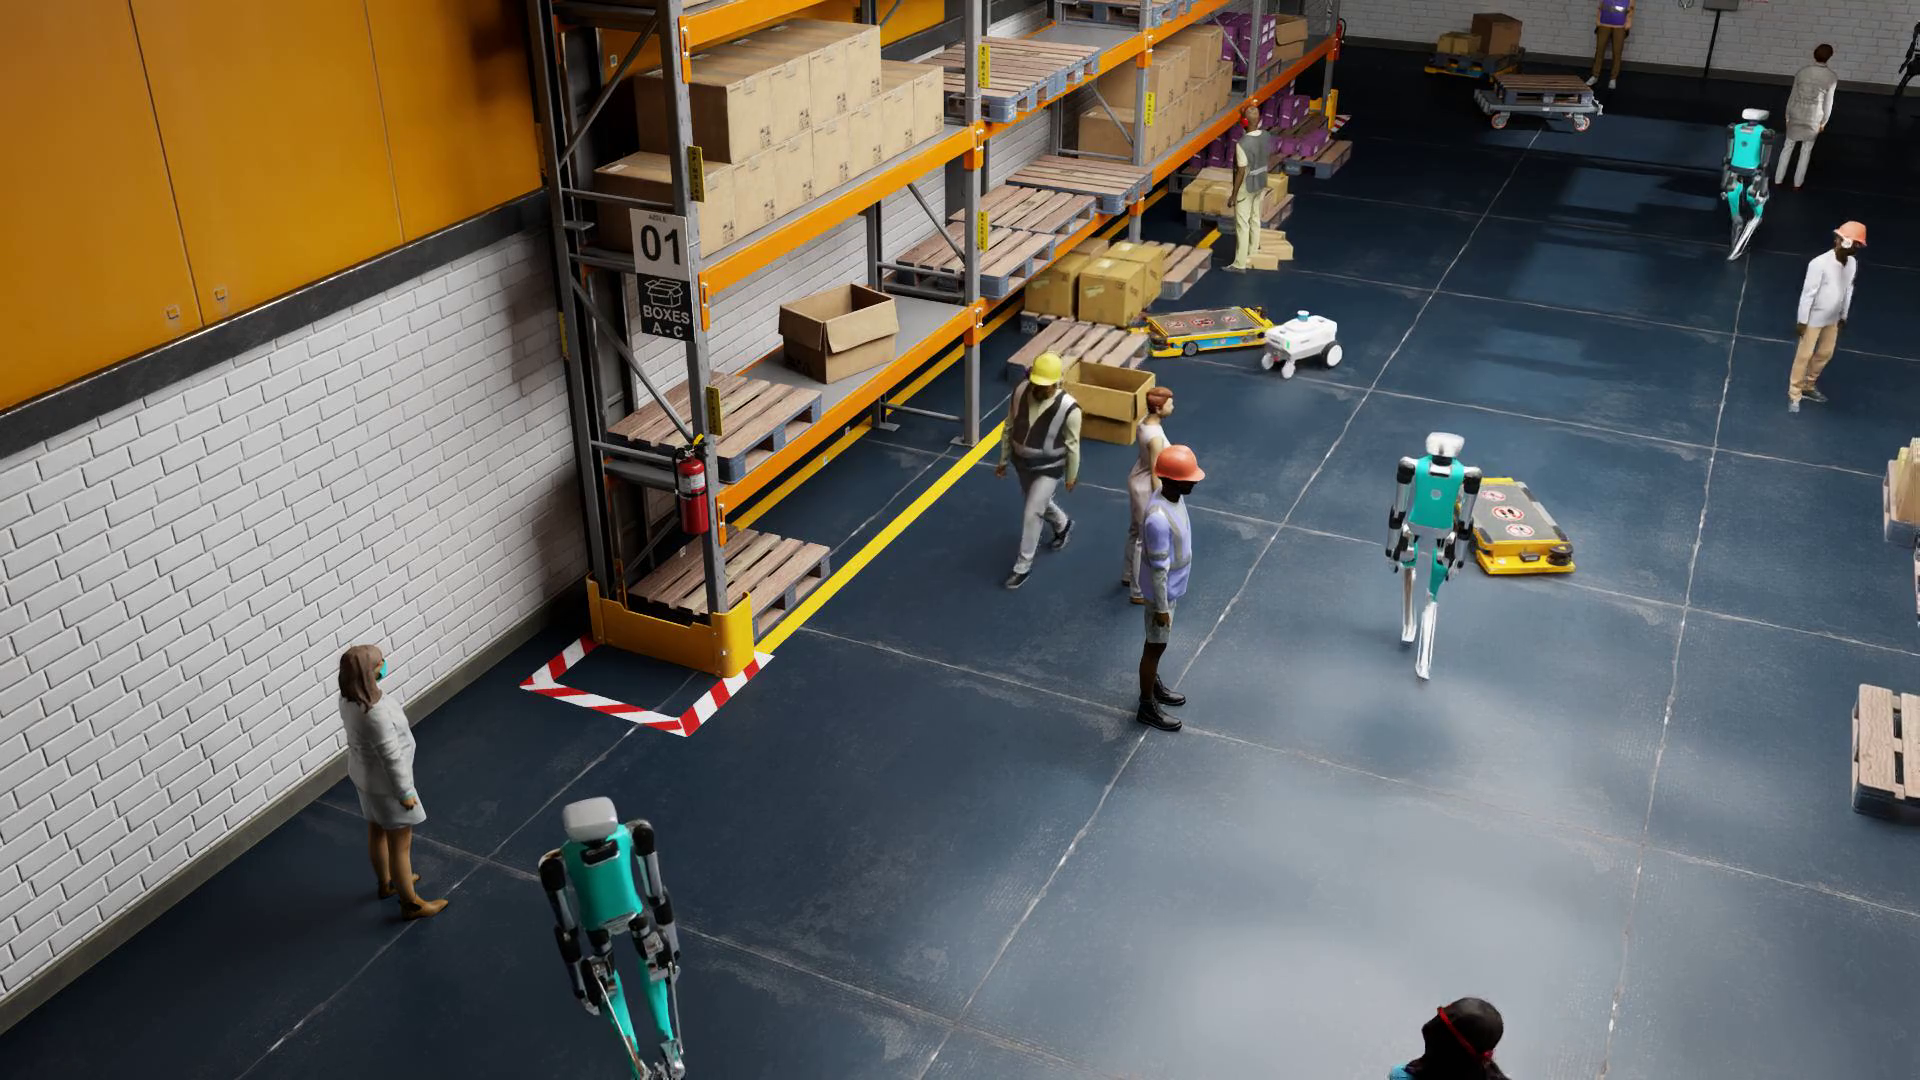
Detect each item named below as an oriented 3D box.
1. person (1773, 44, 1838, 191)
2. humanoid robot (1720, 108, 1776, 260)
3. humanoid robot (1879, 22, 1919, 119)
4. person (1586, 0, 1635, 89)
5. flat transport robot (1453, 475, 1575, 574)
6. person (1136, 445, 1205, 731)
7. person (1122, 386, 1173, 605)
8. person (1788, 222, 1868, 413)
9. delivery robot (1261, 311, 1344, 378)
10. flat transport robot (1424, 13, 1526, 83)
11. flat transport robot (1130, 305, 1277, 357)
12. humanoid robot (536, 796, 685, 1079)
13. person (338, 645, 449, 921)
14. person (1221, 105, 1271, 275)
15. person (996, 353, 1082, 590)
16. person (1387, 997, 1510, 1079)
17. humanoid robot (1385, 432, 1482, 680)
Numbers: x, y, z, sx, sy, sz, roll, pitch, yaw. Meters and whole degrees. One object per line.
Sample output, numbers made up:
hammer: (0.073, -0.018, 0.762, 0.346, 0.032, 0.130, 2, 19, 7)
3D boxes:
person: (10.665, -5.310, 20.945, 0.515, 1.824, 0.364, 18, 33, 30)
humanoid robot: (8.787, -3.887, 18.499, 0.789, 1.895, 0.556, -21, 35, -34)
humanoid robot: (14.011, -7.026, 24.298, 0.616, 1.629, 0.714, -8, 29, -15)
person: (10.175, -8.028, 25.869, 0.542, 1.927, 0.422, 20, 34, 33)
flat transport robot: (4.231, -0.151, 13.008, 0.659, 0.231, 1.431, -1, 28, -3)
person: (1.305, 0.284, 10.446, 0.359, 1.938, 0.544, 7, 29, 12)
person: (1.345, -0.326, 11.873, 0.275, 1.654, 0.454, -4, 29, -7)
person: (7.713, -1.997, 14.908, 0.619, 1.716, 0.345, -11, 30, -20)
delivery robot: (3.279, -1.900, 15.959, 0.807, 0.603, 0.499, -19, 34, -31)
flat transport robot: (8.293, -7.583, 26.788, 1.431, 0.231, 0.659, 22, 35, 35)
flat transport robot: (2.483, -2.080, 16.584, 1.431, 0.231, 0.659, -7, 29, -13)
humanoid robot: (-1.413, 2.075, 7.365, 0.574, 1.758, 0.989, -14, 31, -24)
person: (-3.058, 1.280, 8.888, 0.339, 1.659, 0.483, -23, 36, -36)
person: (3.144, -3.812, 18.144, 0.389, 1.837, 0.563, 23, 36, 36)
person: (0.616, -0.584, 12.209, 0.588, 1.791, 0.884, 23, 36, 36)
person: (1.793, 2.508, 6.409, 0.564, 1.852, 0.501, 2, 28, 4)
humanoid robot: (3.128, 0.031, 11.132, 0.539, 1.765, 0.922, 9, 30, 15)
